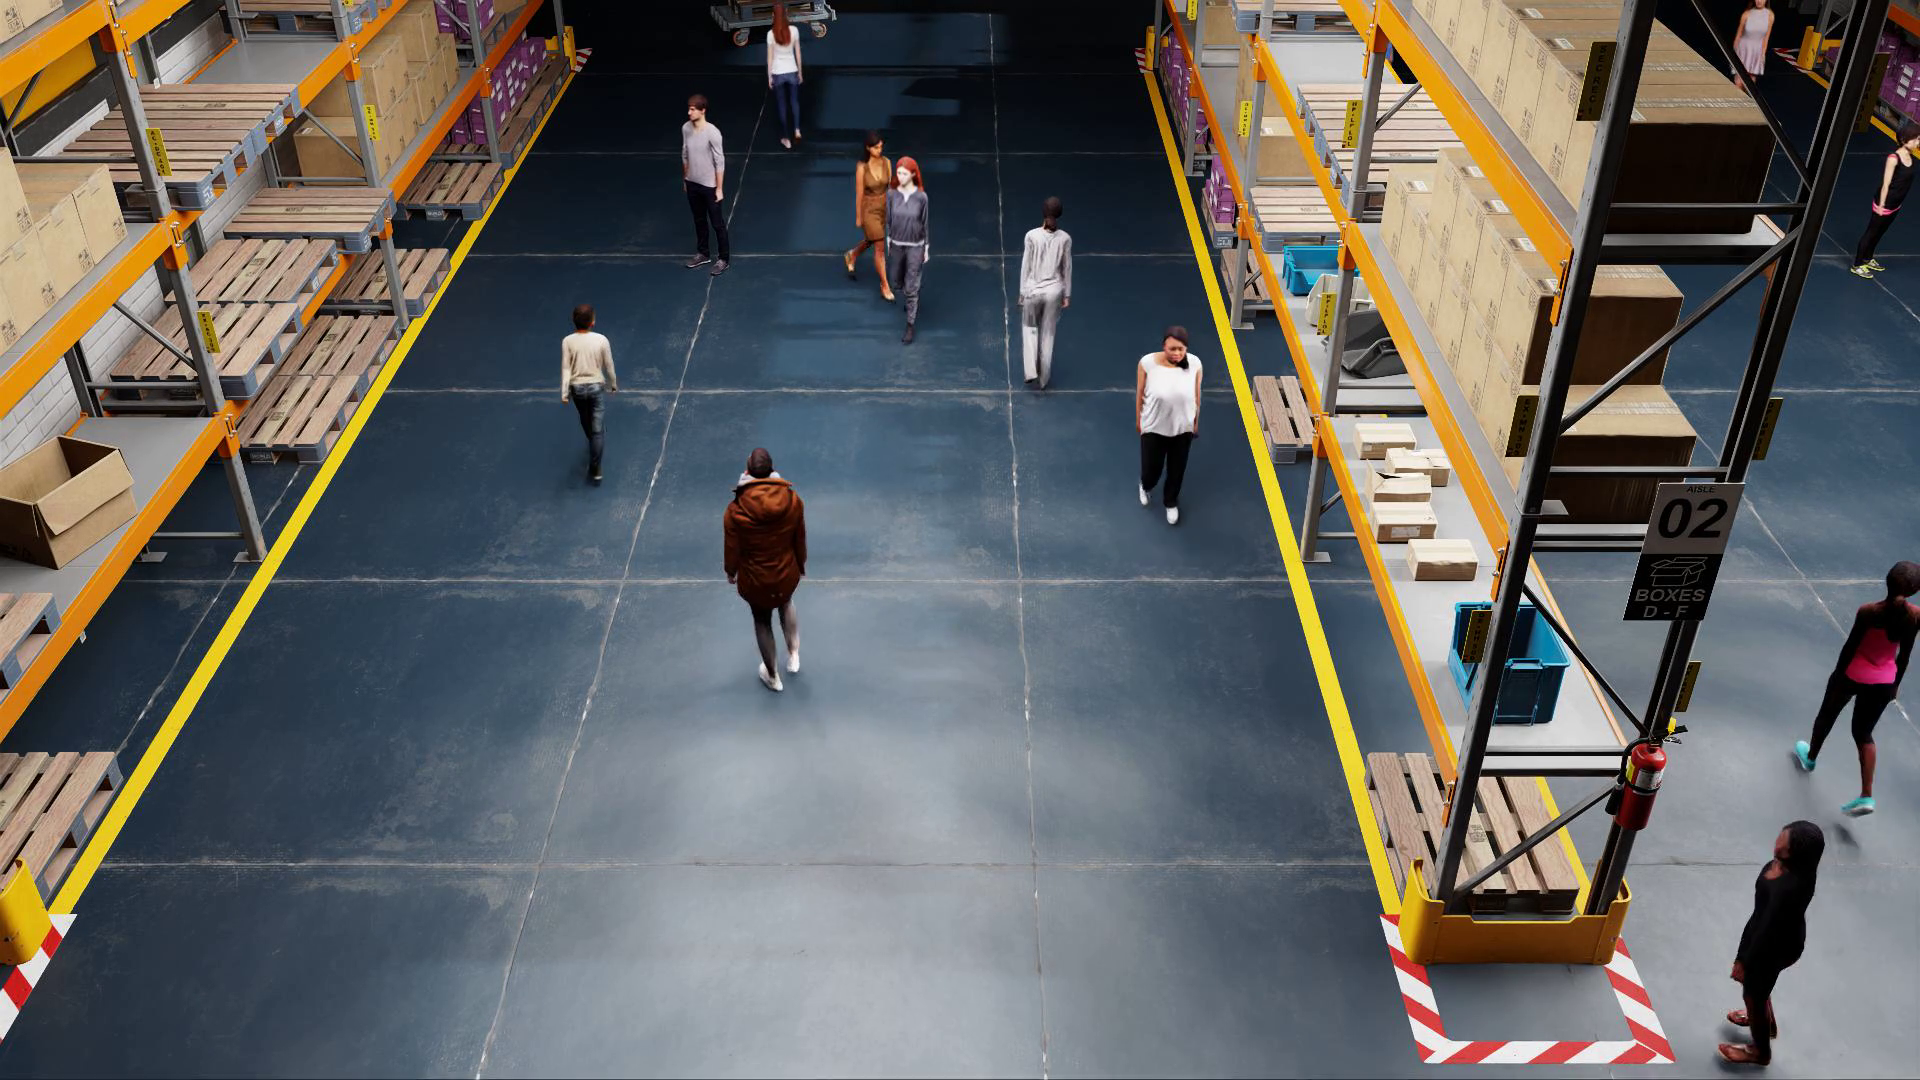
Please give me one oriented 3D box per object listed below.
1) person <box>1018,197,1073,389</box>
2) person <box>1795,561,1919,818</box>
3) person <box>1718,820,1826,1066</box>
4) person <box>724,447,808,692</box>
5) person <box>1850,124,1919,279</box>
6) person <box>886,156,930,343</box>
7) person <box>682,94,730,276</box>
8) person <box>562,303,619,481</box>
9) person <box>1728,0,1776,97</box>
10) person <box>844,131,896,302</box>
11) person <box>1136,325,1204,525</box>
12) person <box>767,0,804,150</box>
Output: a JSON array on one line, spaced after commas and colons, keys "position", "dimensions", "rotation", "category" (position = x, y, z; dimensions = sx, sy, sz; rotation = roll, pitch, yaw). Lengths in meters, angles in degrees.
[{"position": [0.737, -2.126, 14.661], "dimensions": [0.631, 1.753, 0.684], "rotation": [1, 34, 1], "category": "person"}, {"position": [5.545, 0.928, 10.122], "dimensions": [0.643, 1.693, 1.090], "rotation": [3, 34, 4], "category": "person"}, {"position": [4.158, 2.058, 8.429], "dimensions": [0.841, 1.684, 0.720], "rotation": [26, 42, 34], "category": "person"}, {"position": [-1.246, 0.254, 11.015], "dimensions": [0.826, 1.825, 0.849], "rotation": [-16, 37, -23], "category": "person"}, {"position": [9.394, -3.450, 16.834], "dimensions": [0.623, 1.552, 0.671], "rotation": [-25, 41, -33], "category": "person"}, {"position": [-0.463, -2.760, 15.601], "dimensions": [0.721, 1.769, 0.893], "rotation": [9, 35, 13], "category": "person"}, {"position": [-2.571, -3.611, 16.814], "dimensions": [0.732, 1.843, 0.752], "rotation": [22, 39, 29], "category": "person"}, {"position": [-3.033, -1.163, 13.512], "dimensions": [0.659, 1.421, 0.978], "rotation": [-6, 34, -9], "category": "person"}, {"position": [9.619, -5.880, 20.314], "dimensions": [0.702, 1.748, 0.764], "rotation": [14, 36, 20], "category": "person"}, {"position": [-0.899, -3.233, 16.420], "dimensions": [1.020, 1.650, 1.121], "rotation": [-27, 42, -34], "category": "person"}, {"position": [1.621, -0.934, 12.940], "dimensions": [0.654, 1.673, 0.669], "rotation": [-1, 34, -2], "category": "person"}, {"position": [-2.045, -5.463, 19.700], "dimensions": [0.715, 1.732, 0.798], "rotation": [-13, 36, -19], "category": "person"}]
